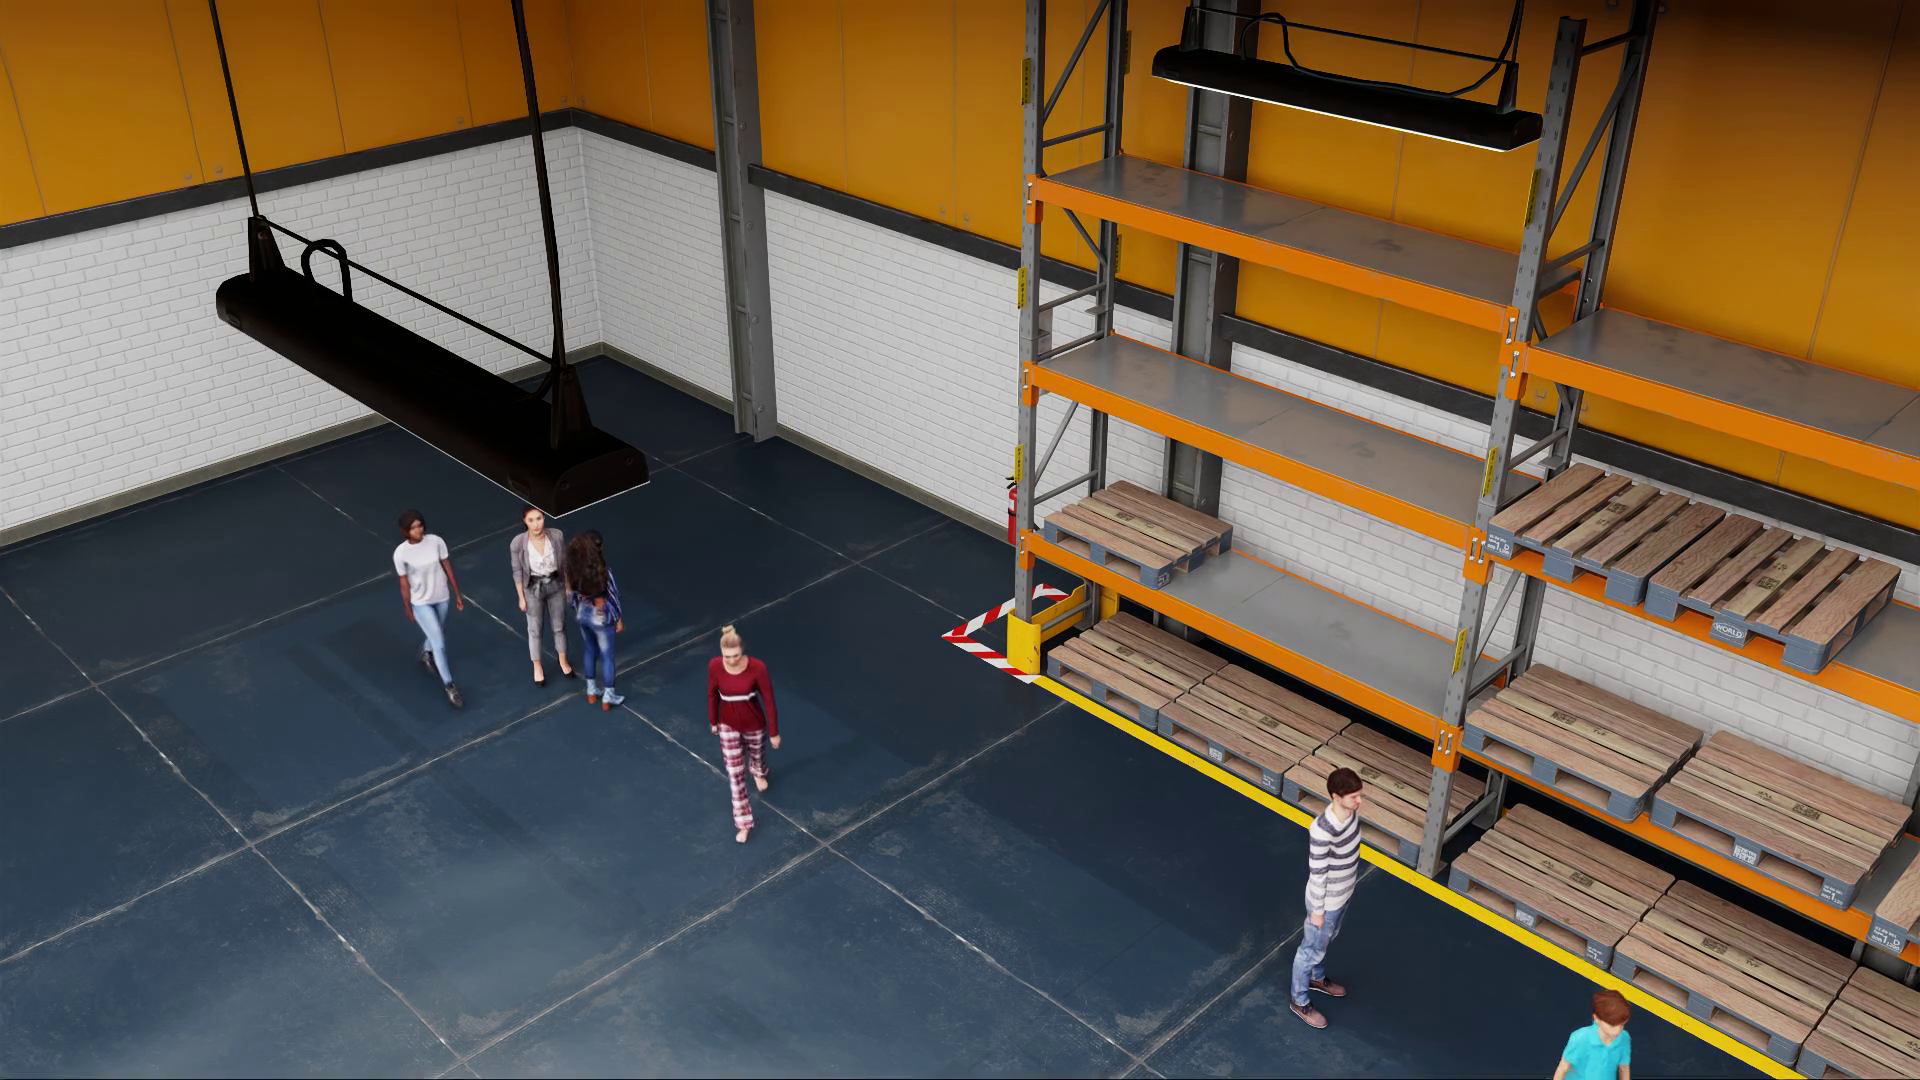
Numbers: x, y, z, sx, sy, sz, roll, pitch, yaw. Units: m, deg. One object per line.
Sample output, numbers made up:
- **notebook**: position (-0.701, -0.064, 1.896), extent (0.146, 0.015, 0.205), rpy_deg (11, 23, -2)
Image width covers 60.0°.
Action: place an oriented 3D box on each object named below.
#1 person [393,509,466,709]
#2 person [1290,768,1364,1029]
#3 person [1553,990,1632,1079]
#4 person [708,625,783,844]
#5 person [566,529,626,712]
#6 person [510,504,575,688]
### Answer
- **person**: position (-4.404, 0.490, 13.737), extent (0.589, 1.685, 1.093), rpy_deg (-25, 37, -37)
- **person**: position (2.308, 2.194, 10.437), extent (0.588, 1.855, 0.683), rpy_deg (18, 34, 30)
- **person**: position (3.476, 3.037, 9.343), extent (0.825, 1.423, 0.952), rpy_deg (-5, 29, -9)
- **person**: position (-1.587, 1.314, 12.248), extent (1.103, 1.665, 1.179), rpy_deg (-2, 29, -4)
- **person**: position (-2.968, 0.641, 13.530), extent (0.587, 1.619, 0.744), rpy_deg (18, 33, 29)
- **person**: position (-3.462, 0.436, 13.845), extent (0.692, 1.677, 0.688), rpy_deg (-13, 31, -22)
